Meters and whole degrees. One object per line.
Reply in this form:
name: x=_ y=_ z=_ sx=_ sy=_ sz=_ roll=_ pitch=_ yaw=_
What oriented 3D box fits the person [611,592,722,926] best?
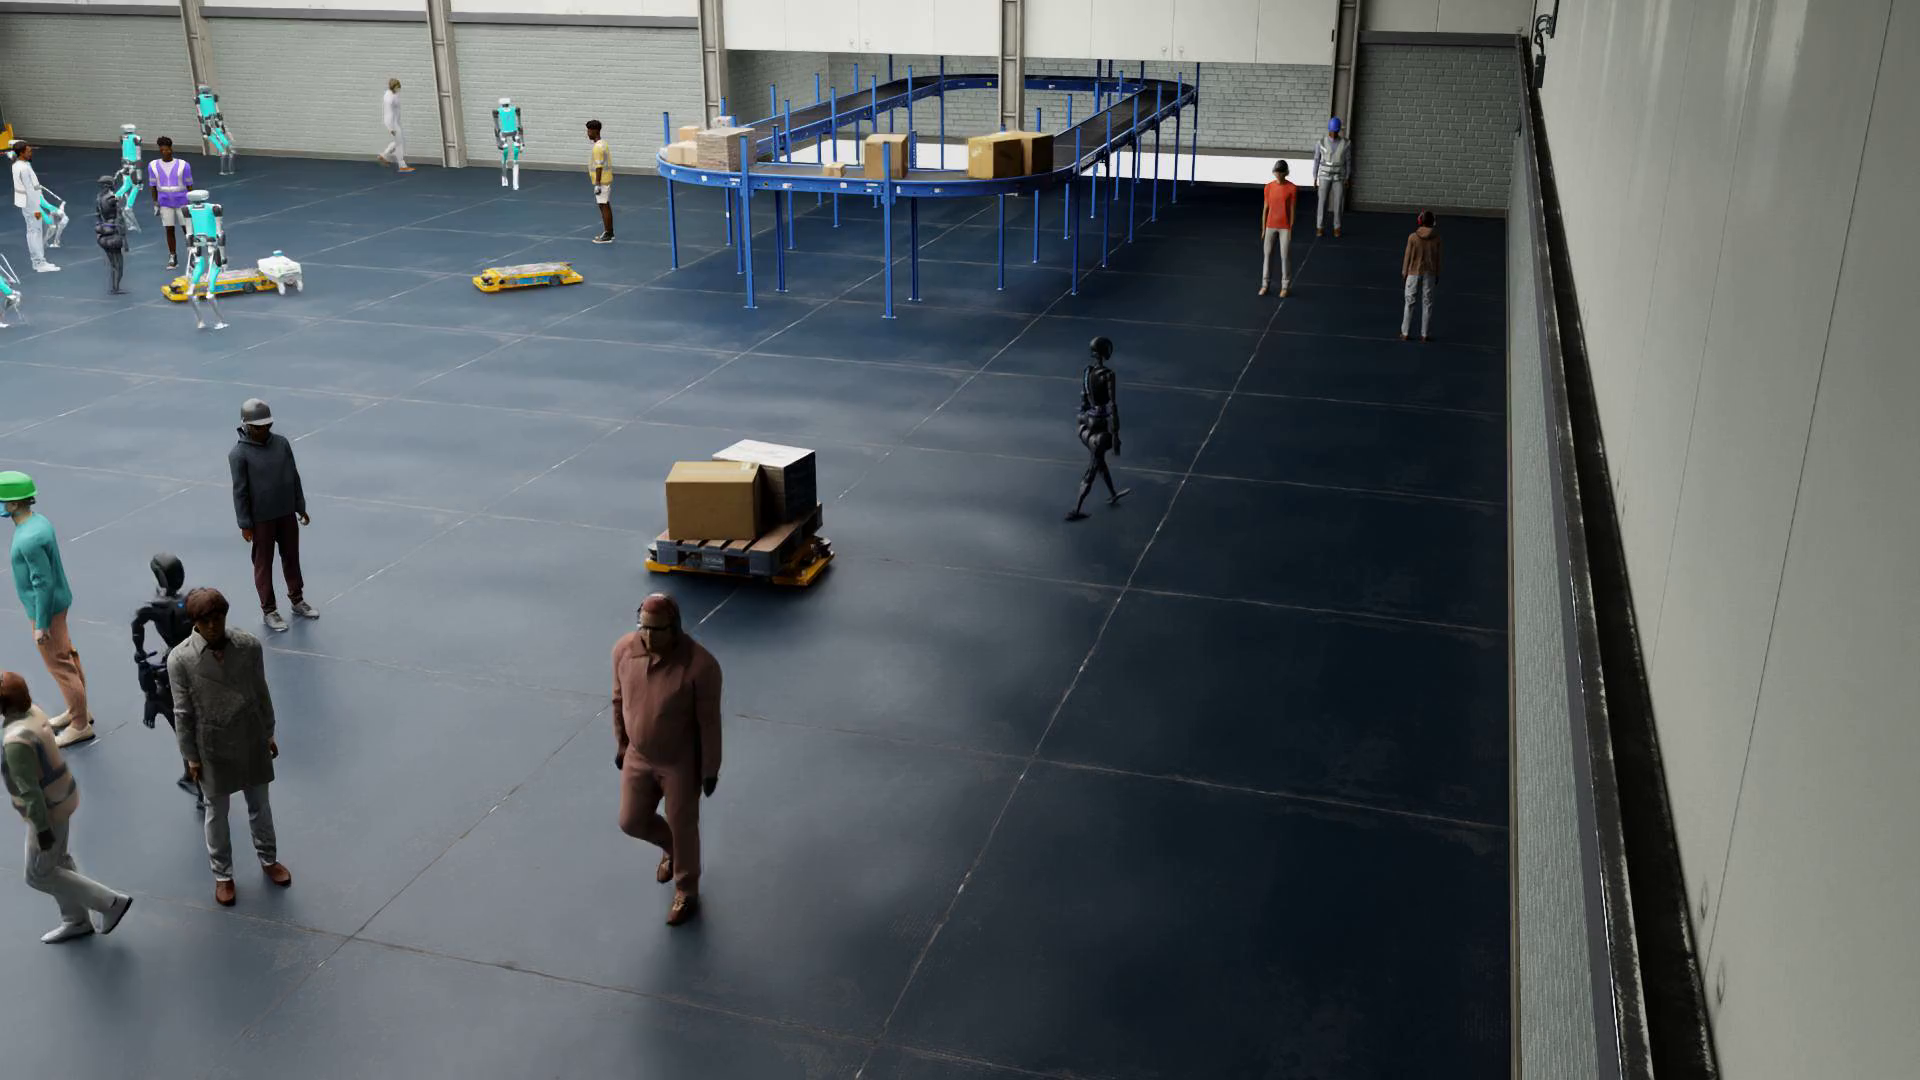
person: x=-1.575 y=1.155 z=8.929 sx=0.662 sy=1.886 sz=0.463 roll=8 pitch=22 yaw=19

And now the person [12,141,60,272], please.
person: x=-13.834 y=-4.964 z=24.763 sx=0.393 sy=1.919 sz=0.590 roll=-16 pitch=26 yaw=-35

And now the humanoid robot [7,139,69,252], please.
humanoid robot: x=-14.409 y=-5.402 z=26.133 sx=0.731 sy=1.768 sz=0.543 roll=-3 pitch=21 yaw=-7

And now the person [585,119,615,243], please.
person: x=-5.802 y=-5.797 z=26.869 sx=0.372 sy=1.958 sz=0.602 roll=-1 pitch=21 yaw=-3

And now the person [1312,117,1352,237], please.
person: x=6.103 y=-5.963 z=27.334 sx=0.619 sy=1.935 sz=0.409 roll=2 pitch=21 yaw=6

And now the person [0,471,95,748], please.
person: x=-5.959 y=0.443 z=10.799 sx=0.361 sy=1.872 sz=0.529 roll=-9 pitch=23 yaw=-22

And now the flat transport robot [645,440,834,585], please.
flat transport robot: x=-1.827 y=0.121 z=13.864 sx=1.431 sy=0.231 sz=0.659 roll=6 pitch=22 yaw=14

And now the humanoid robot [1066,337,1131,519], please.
humanoid robot: x=1.275 y=-1.022 z=14.915 sx=0.776 sy=1.624 sz=0.601 roll=-10 pitch=23 yaw=-25

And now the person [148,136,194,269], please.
person: x=-11.781 y=-5.052 z=24.925 sx=0.605 sy=1.966 sz=0.368 roll=-6 pitch=22 yaw=-14

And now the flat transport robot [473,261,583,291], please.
flat transport robot: x=-6.254 y=-3.811 z=24.061 sx=1.431 sy=0.231 sz=0.659 roll=-11 pitch=24 yaw=-26

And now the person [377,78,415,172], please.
person: x=-11.522 y=-8.400 z=33.701 sx=0.616 sy=1.896 sz=0.695 roll=-4 pitch=21 yaw=-11

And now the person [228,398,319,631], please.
person: x=-5.209 y=-0.208 z=12.582 sx=0.377 sy=1.808 sz=0.543 roll=15 pitch=26 yaw=34

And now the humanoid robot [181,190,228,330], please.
humanoid robot: x=-9.781 y=-3.539 z=21.360 sx=0.562 sy=1.790 sz=0.854 roll=2 pitch=21 yaw=6

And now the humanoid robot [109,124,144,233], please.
humanoid robot: x=-13.898 y=-5.940 z=27.629 sx=0.533 sy=1.846 sz=0.723 roll=14 pitch=25 yaw=33

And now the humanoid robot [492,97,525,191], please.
humanoid robot: x=-8.678 y=-7.571 z=31.877 sx=0.561 sy=1.844 sz=0.853 roll=-10 pitch=23 yaw=-24

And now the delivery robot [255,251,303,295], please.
delivery robot: x=-9.671 y=-3.809 z=23.650 sx=0.787 sy=0.587 sz=0.499 roll=20 pitch=28 yaw=41

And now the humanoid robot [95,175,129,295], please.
humanoid robot: x=-11.933 y=-4.272 z=23.327 sx=0.603 sy=1.640 sz=0.430 roll=11 pitch=24 yaw=27

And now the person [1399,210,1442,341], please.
person: x=5.777 y=-3.301 z=20.821 sx=0.464 sy=1.647 sz=0.317 roll=3 pitch=21 yaw=8

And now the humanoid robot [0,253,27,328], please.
humanoid robot: x=-12.371 y=-3.536 z=21.485 sx=0.720 sy=1.907 sz=0.553 roll=-5 pitch=22 yaw=-13

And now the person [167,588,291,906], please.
person: x=-3.999 y=1.114 z=9.119 sx=0.510 sy=1.830 sz=0.363 roll=-16 pitch=26 yaw=-36

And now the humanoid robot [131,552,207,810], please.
humanoid robot: x=-4.678 y=0.842 z=10.062 sx=0.633 sy=1.639 sz=0.599 roll=14 pitch=25 yaw=31

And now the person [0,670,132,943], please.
person: x=-4.720 y=1.402 z=8.654 sx=0.444 sy=1.616 sz=0.556 roll=-8 pitch=23 yaw=-21

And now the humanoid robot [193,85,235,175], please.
humanoid robot: x=-14.910 y=-8.201 z=33.451 sx=0.672 sy=1.820 sz=0.530 roll=12 pitch=24 yaw=27

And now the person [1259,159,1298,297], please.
person: x=4.425 y=-4.333 z=23.156 sx=0.473 sy=1.905 sz=0.432 roll=9 pitch=23 yaw=22

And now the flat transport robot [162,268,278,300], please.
flat transport robot: x=-10.495 y=-3.628 z=23.589 sx=1.431 sy=0.231 sz=0.659 roll=-14 pitch=25 yaw=-32
